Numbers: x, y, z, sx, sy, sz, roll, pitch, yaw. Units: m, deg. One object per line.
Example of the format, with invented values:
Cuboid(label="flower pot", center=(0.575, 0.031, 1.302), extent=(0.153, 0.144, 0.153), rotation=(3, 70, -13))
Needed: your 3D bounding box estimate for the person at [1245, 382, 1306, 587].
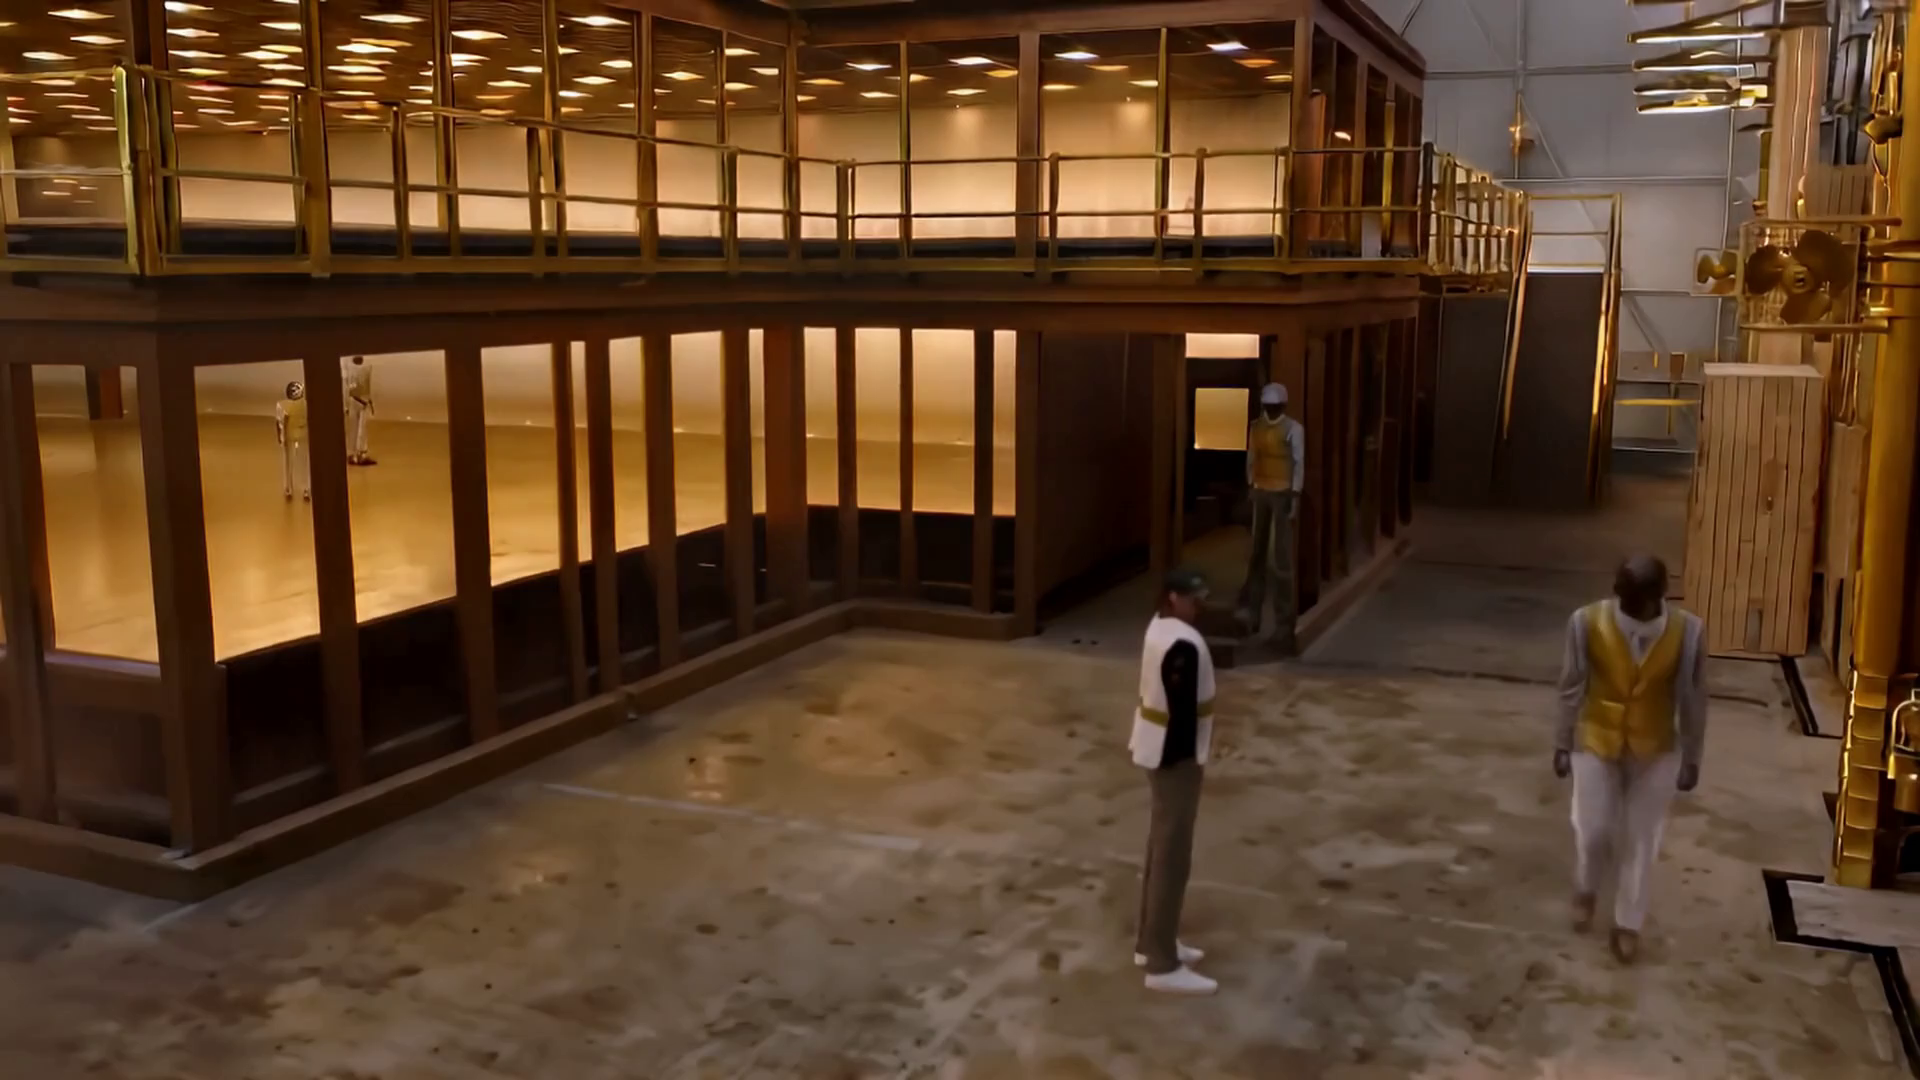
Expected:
Cuboid(label="person", center=(3.044, -0.537, 16.146), extent=(0.612, 1.986, 0.407), rotation=(8, 12, 40))

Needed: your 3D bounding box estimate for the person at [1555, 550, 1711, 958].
Cuboid(label="person", center=(3.005, 0.945, 7.461), extent=(0.648, 1.832, 0.435), rotation=(3, 10, 16))

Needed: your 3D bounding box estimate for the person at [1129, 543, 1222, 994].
Cuboid(label="person", center=(0.913, 0.959, 7.118), extent=(0.371, 1.915, 0.595), rotation=(0, 9, 0))
